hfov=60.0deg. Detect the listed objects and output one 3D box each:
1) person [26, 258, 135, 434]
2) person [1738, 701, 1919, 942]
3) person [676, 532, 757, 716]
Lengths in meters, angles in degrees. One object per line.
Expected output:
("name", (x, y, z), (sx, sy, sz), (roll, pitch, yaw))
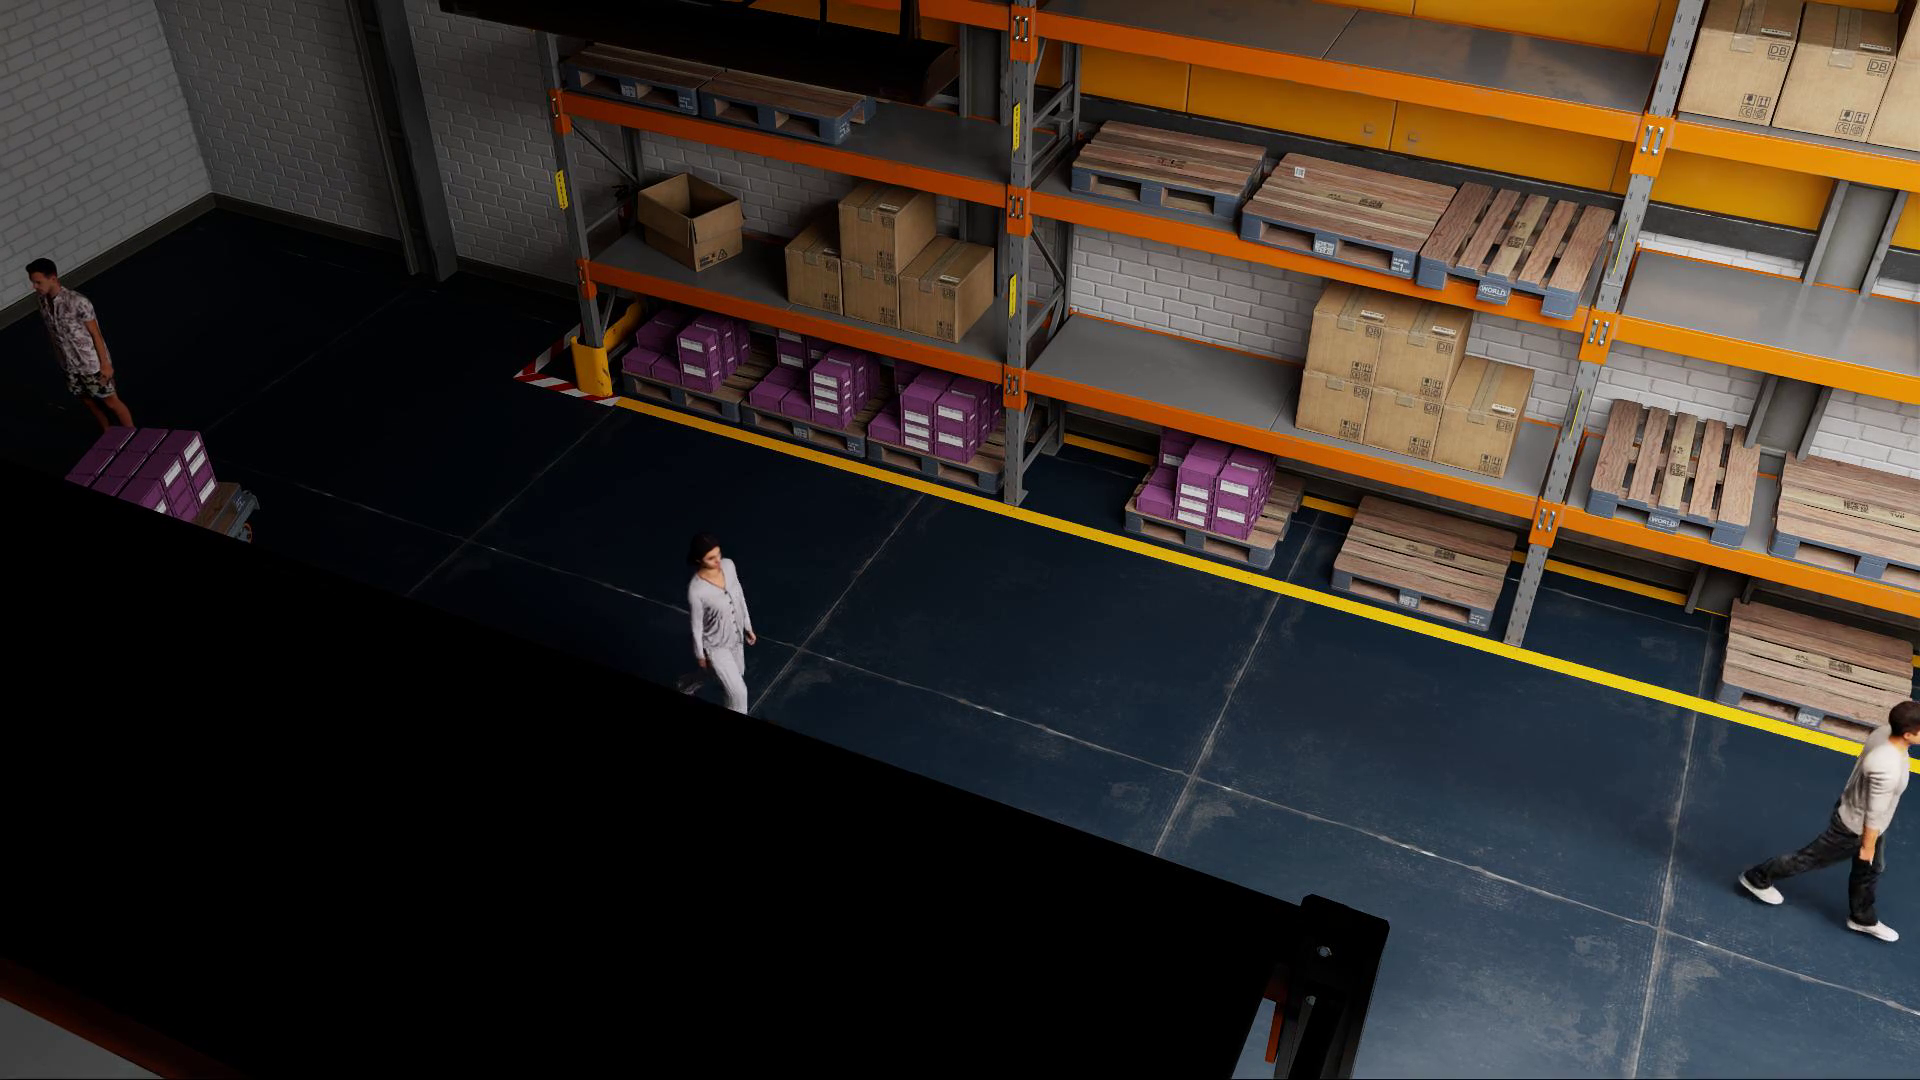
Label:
("person", (-7.135, -1.503, 13.557), (0.561, 1.810, 0.763), (11, 40, 13))
("person", (5.137, 1.603, 9.698), (1.164, 1.772, 0.726), (19, 42, 22))
("person", (-1.634, 0.628, 10.937), (1.014, 1.748, 0.658), (21, 43, 24))
